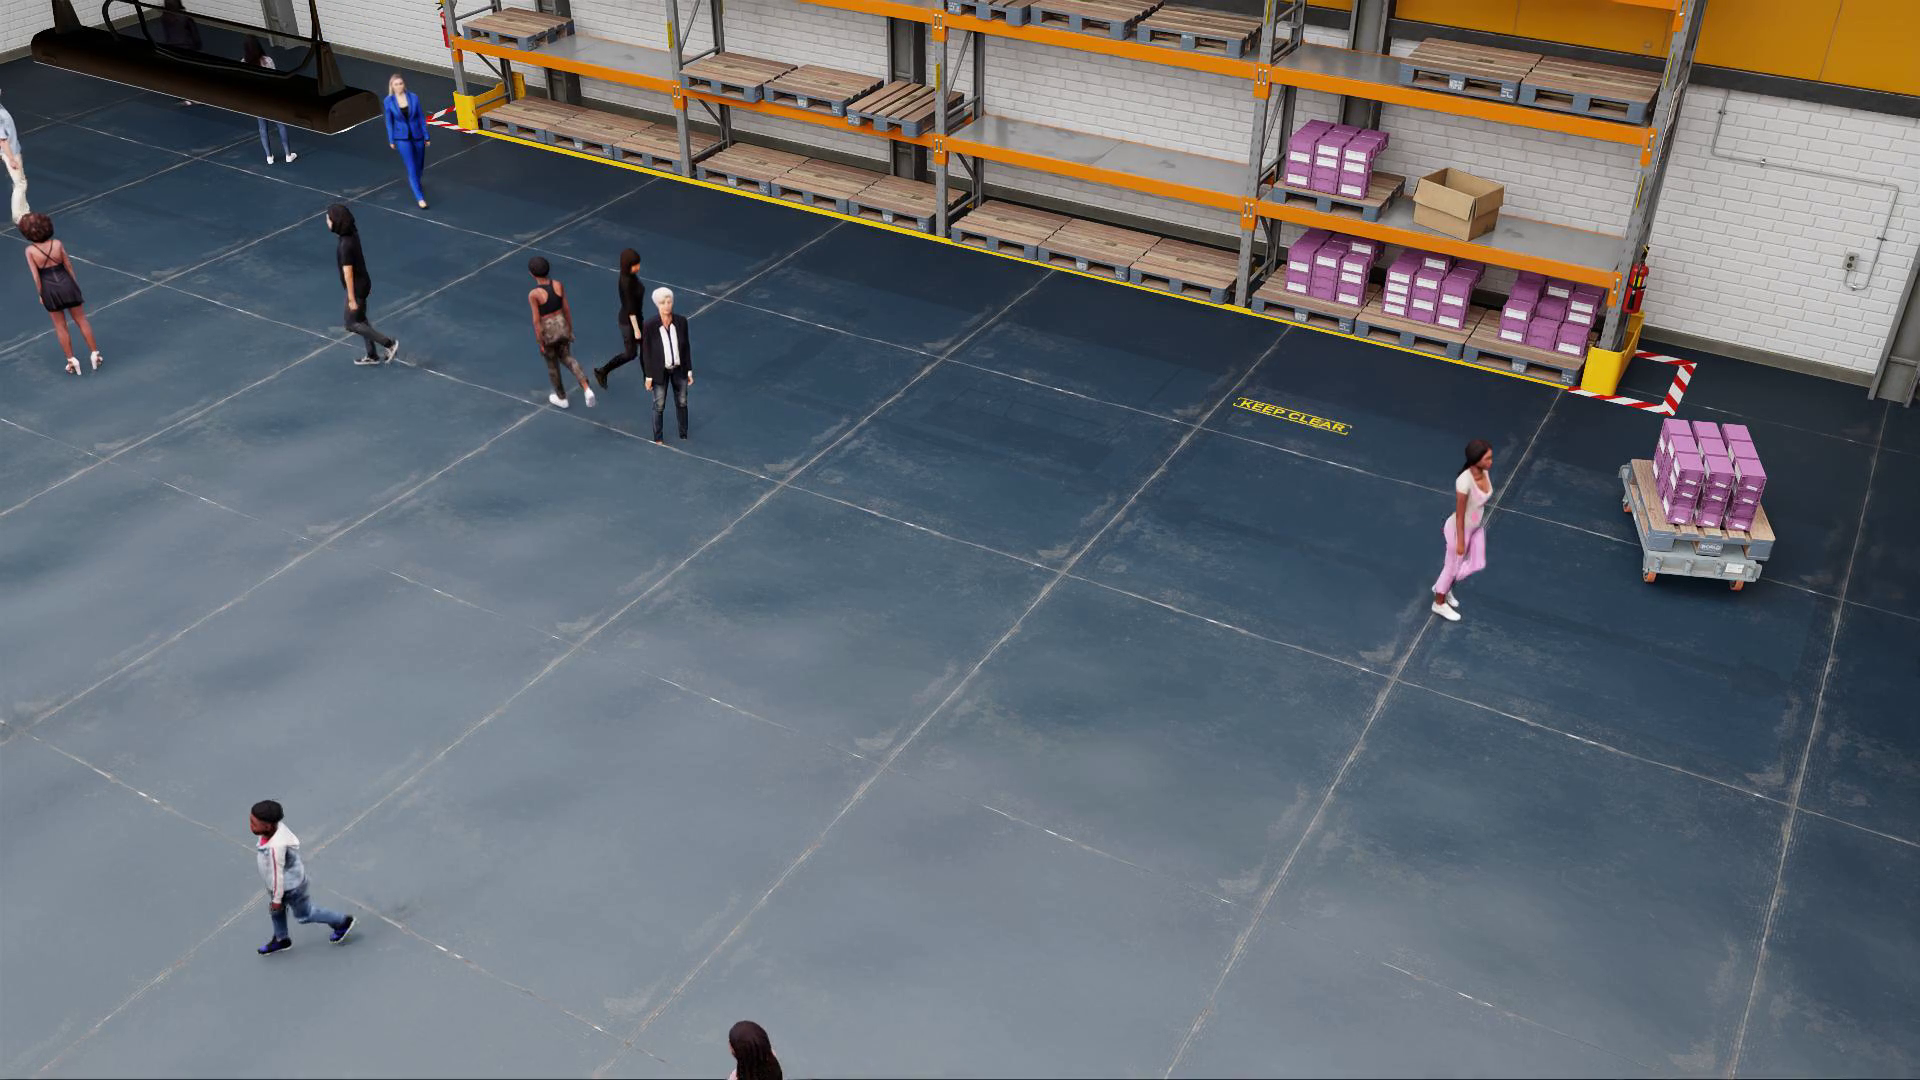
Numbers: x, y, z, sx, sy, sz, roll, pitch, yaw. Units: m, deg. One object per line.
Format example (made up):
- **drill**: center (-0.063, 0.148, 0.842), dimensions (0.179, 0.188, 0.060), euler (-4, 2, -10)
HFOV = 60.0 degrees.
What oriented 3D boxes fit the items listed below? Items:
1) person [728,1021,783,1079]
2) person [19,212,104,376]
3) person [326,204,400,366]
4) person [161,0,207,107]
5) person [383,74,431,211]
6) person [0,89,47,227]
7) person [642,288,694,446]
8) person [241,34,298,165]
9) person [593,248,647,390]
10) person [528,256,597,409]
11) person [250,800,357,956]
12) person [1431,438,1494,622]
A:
- **person**: center (-0.969, 3.222, 8.650), dimensions (1.129, 1.770, 0.768), euler (11, 35, 17)
- **person**: center (-9.394, -2.575, 17.354), dimensions (0.632, 1.789, 0.636), euler (-25, 41, -33)
- **person**: center (-6.253, -2.653, 17.441), dimensions (0.912, 1.823, 0.845), euler (-4, 34, -6)
- **person**: center (-11.432, -7.233, 24.522), dimensions (0.759, 1.612, 0.823), euler (-7, 34, -11)
- **person**: center (-7.079, -5.155, 21.342), dimensions (1.014, 1.672, 1.206), euler (-17, 37, -24)
- **person**: center (-11.851, -4.823, 20.680), dimensions (0.840, 1.851, 0.748), euler (-13, 36, -18)
- **person**: center (-2.866, -1.614, 16.170), dimensions (0.828, 1.784, 0.776), euler (-13, 36, -19)
- **person**: center (-9.403, -5.974, 22.519), dimensions (0.671, 1.733, 0.746), euler (-6, 34, -10)
- **person**: center (-3.425, -2.214, 16.964), dimensions (1.030, 1.619, 0.857), euler (-2, 34, -2)
- **person**: center (-3.996, -2.002, 16.596), dimensions (0.969, 1.674, 0.703), euler (28, 42, 35)
- **person**: center (-4.280, 2.170, 10.702), dimensions (0.802, 1.249, 0.848), euler (-17, 37, -24)
- **person**: center (4.066, -0.111, 13.700), dimensions (0.689, 1.730, 0.665), euler (26, 41, 33)
